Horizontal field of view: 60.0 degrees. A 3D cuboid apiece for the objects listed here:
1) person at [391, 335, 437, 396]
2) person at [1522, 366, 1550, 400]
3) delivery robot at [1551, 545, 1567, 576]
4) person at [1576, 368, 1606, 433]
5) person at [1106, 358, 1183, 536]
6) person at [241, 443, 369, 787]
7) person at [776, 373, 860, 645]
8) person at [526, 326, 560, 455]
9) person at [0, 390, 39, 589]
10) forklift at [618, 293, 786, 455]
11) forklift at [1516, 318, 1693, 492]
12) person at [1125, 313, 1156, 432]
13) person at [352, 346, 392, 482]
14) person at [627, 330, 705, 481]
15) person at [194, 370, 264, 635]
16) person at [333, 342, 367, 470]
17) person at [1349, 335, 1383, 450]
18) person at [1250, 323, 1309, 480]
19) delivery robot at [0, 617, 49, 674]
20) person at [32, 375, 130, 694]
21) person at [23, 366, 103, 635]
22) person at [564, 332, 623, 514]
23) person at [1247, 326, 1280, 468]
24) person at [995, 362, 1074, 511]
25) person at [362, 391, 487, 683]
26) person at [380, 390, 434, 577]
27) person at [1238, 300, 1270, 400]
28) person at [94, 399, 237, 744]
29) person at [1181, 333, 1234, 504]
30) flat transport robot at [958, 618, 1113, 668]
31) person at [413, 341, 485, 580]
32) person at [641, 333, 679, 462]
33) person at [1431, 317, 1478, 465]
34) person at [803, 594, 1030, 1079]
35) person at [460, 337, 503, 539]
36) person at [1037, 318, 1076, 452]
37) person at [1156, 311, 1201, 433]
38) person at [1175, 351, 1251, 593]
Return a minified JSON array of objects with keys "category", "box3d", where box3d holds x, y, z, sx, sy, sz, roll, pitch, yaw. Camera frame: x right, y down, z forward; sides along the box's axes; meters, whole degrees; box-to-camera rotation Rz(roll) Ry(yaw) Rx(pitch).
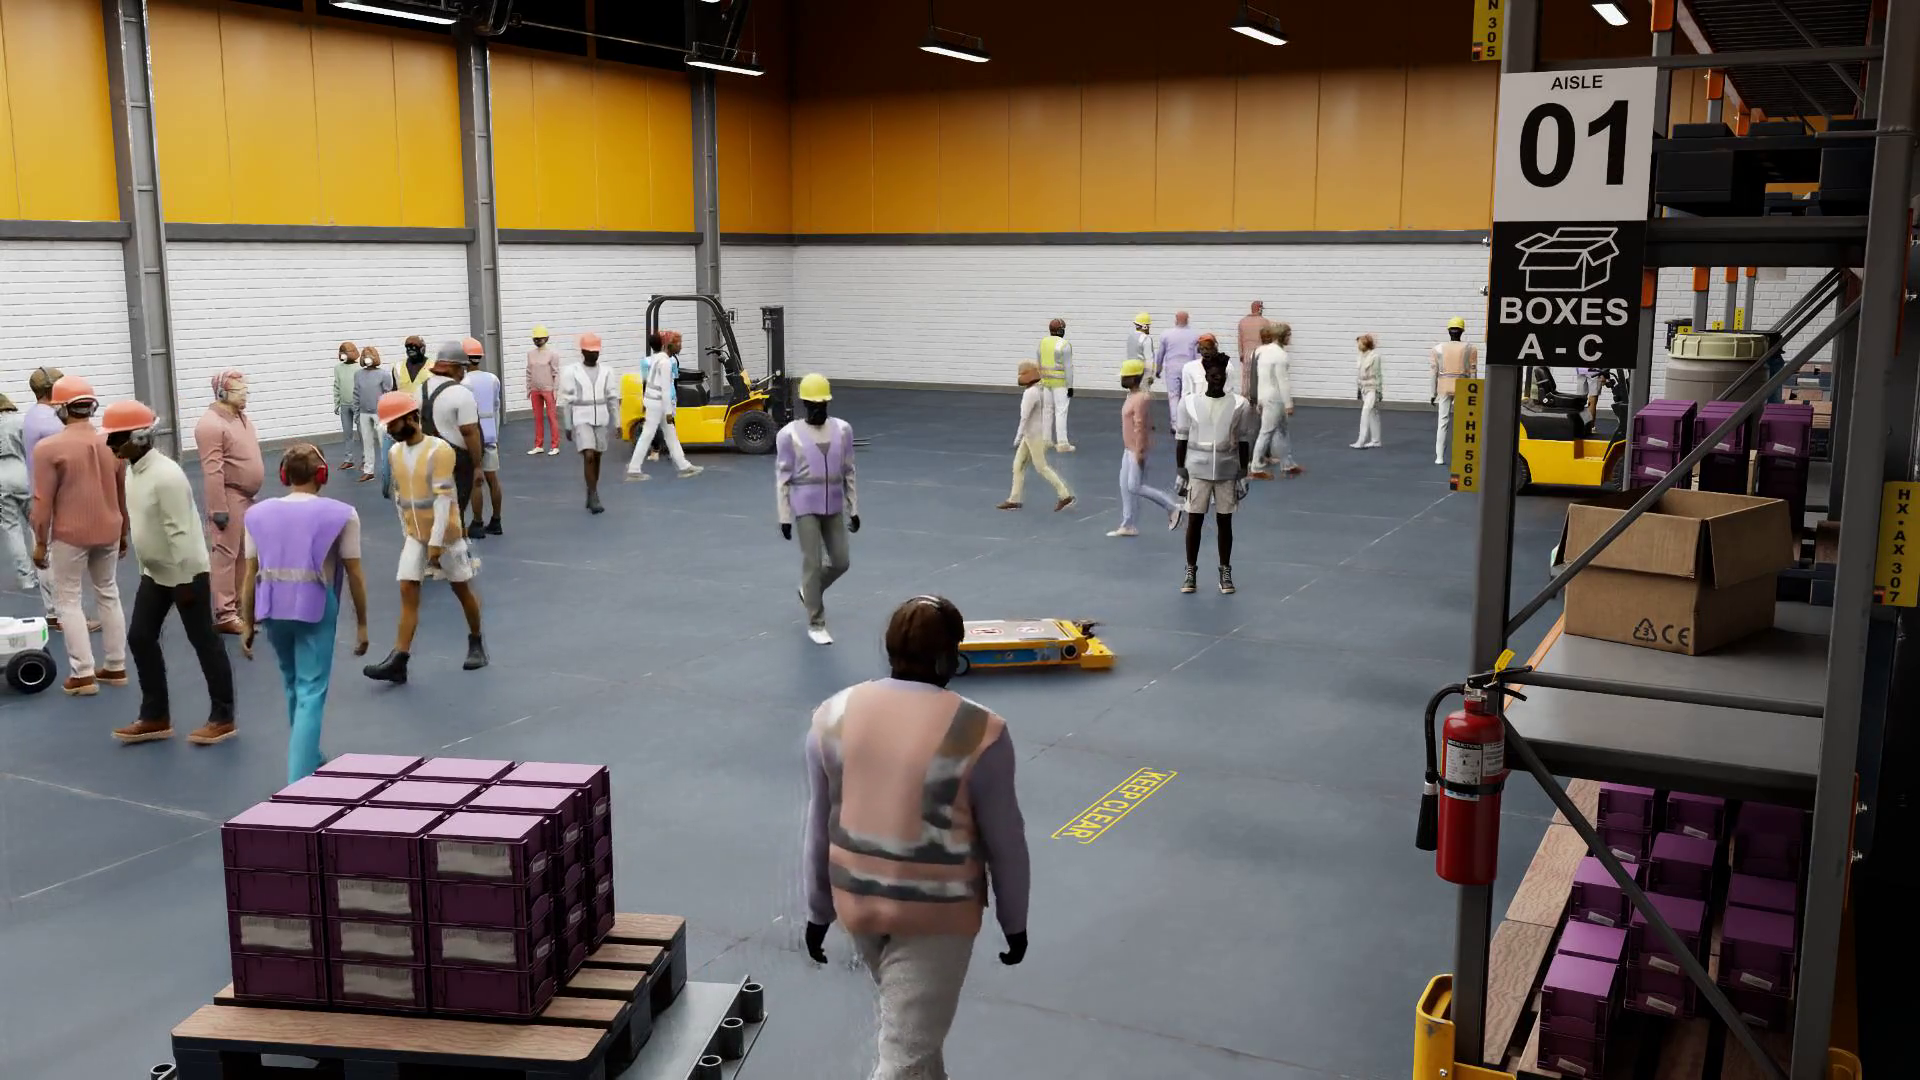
[{"category":"person","box3d":[-5.981,-1.340,18.412,0.624,1.844,0.430,1,10,3]},{"category":"person","box3d":[7.305,-1.835,21.479,0.638,1.791,0.680,9,14,43]},{"category":"delivery robot","box3d":[4.998,0.120,13.403,0.477,0.478,0.707,5,11,29]},{"category":"person","box3d":[9.242,-2.466,24.333,0.369,2.048,0.605,-4,10,-20]},{"category":"person","box3d":[1.781,-0.877,16.031,0.633,1.747,0.524,-1,10,-5]},{"category":"person","box3d":[-3.330,0.418,8.446,0.587,1.785,0.826,0,10,1]},{"category":"person","box3d":[-1.019,-0.237,11.825,0.615,1.910,0.566,-6,12,-32]},{"category":"person","box3d":[-5.683,-2.031,22.634,0.525,1.766,0.321,4,10,21]},{"category":"person","box3d":[-7.794,-0.450,13.634,0.539,1.700,0.501,-4,11,-24]},{"category":"forklift","box3d":[-3.588,-2.317,23.042,2.313,2.155,1.214,-1,10,-5]},{"category":"forklift","box3d":[7.066,-1.601,18.899,2.313,2.155,1.214,5,11,27]},{"category":"person","box3d":[2.797,-2.579,25.605,0.404,1.831,0.601,-6,11,-30]},{"category":"person","box3d":[-7.050,-1.507,19.966,0.507,1.636,0.275,2,10,10]},{"category":"person","box3d":[-3.584,-1.616,20.083,0.998,1.812,0.611,-2,10,-12]},{"category":"person","box3d":[-5.257,-0.281,12.089,0.399,1.910,0.643,0,10,-2]},{"category":"person","box3d":[-7.698,-1.696,21.068,0.507,1.632,0.264,2,10,13]},{"category":"person","box3d":[5.682,-2.069,23.324,0.667,1.599,0.541,-3,10,-16]},{"category":"person","box3d":[3.919,-1.662,20.081,0.897,1.900,0.666,-1,10,-7]},{"category":"delivery robot","box3d":[-6.107,0.640,10.395,0.707,0.478,0.477,-6,12,-33]},{"category":"person","box3d":[-5.475,-0.033,10.413,0.409,1.985,0.641,5,11,27]},{"category":"person","box3d":[-6.509,-0.283,12.010,0.372,1.940,0.631,-9,13,-41]},{"category":"person","box3d":[-3.841,-1.229,17.561,0.565,1.904,0.846,-6,12,-32]},{"category":"person","box3d":[3.951,-1.823,21.265,0.707,1.816,0.536,-3,10,-19]},{"category":"person","box3d":[0.821,-1.093,17.697,0.814,1.595,0.503,0,10,1]},{"category":"person","box3d":[-3.479,-0.026,10.746,0.529,1.861,0.962,4,11,22]},{"category":"person","box3d":[-4.611,-0.468,14.037,0.372,1.612,0.552,8,13,40]},{"category":"person","box3d":[5.260,-3.302,29.582,0.651,1.906,0.402,9,13,42]},{"category":"person","box3d":[-4.429,0.195,9.223,0.614,1.956,0.639,8,13,39]},{"category":"person","box3d":[2.703,-1.327,18.240,0.575,1.881,0.384,2,10,14]},{"category":"flat transport robot","box3d":[0.253,0.701,11.136,1.431,0.197,0.652,-1,10,-9]},{"category":"person","box3d":[-4.260,-0.698,14.117,0.703,2.000,0.679,7,12,37]},{"category":"person","box3d":[-3.959,-1.878,21.946,0.529,1.695,0.321,-6,12,-32]},{"category":"person","box3d":[6.388,-1.918,21.534,0.585,1.919,0.374,4,11,22]},{"category":"person","box3d":[-0.145,1.055,4.713,0.637,1.793,0.968,5,11,28]},{"category":"person","box3d":[-4.675,-0.981,16.048,0.365,1.939,0.542,6,12,32]},{"category":"person","box3d":[1.352,-2.149,23.086,0.429,1.847,0.626,-9,13,-41]},{"category":"person","box3d":[3.362,-2.581,25.583,0.642,1.849,1.026,0,10,-3]},{"category":"person","box3d":[2.040,-0.546,13.449,0.611,1.966,0.362,1,10,5]}]
